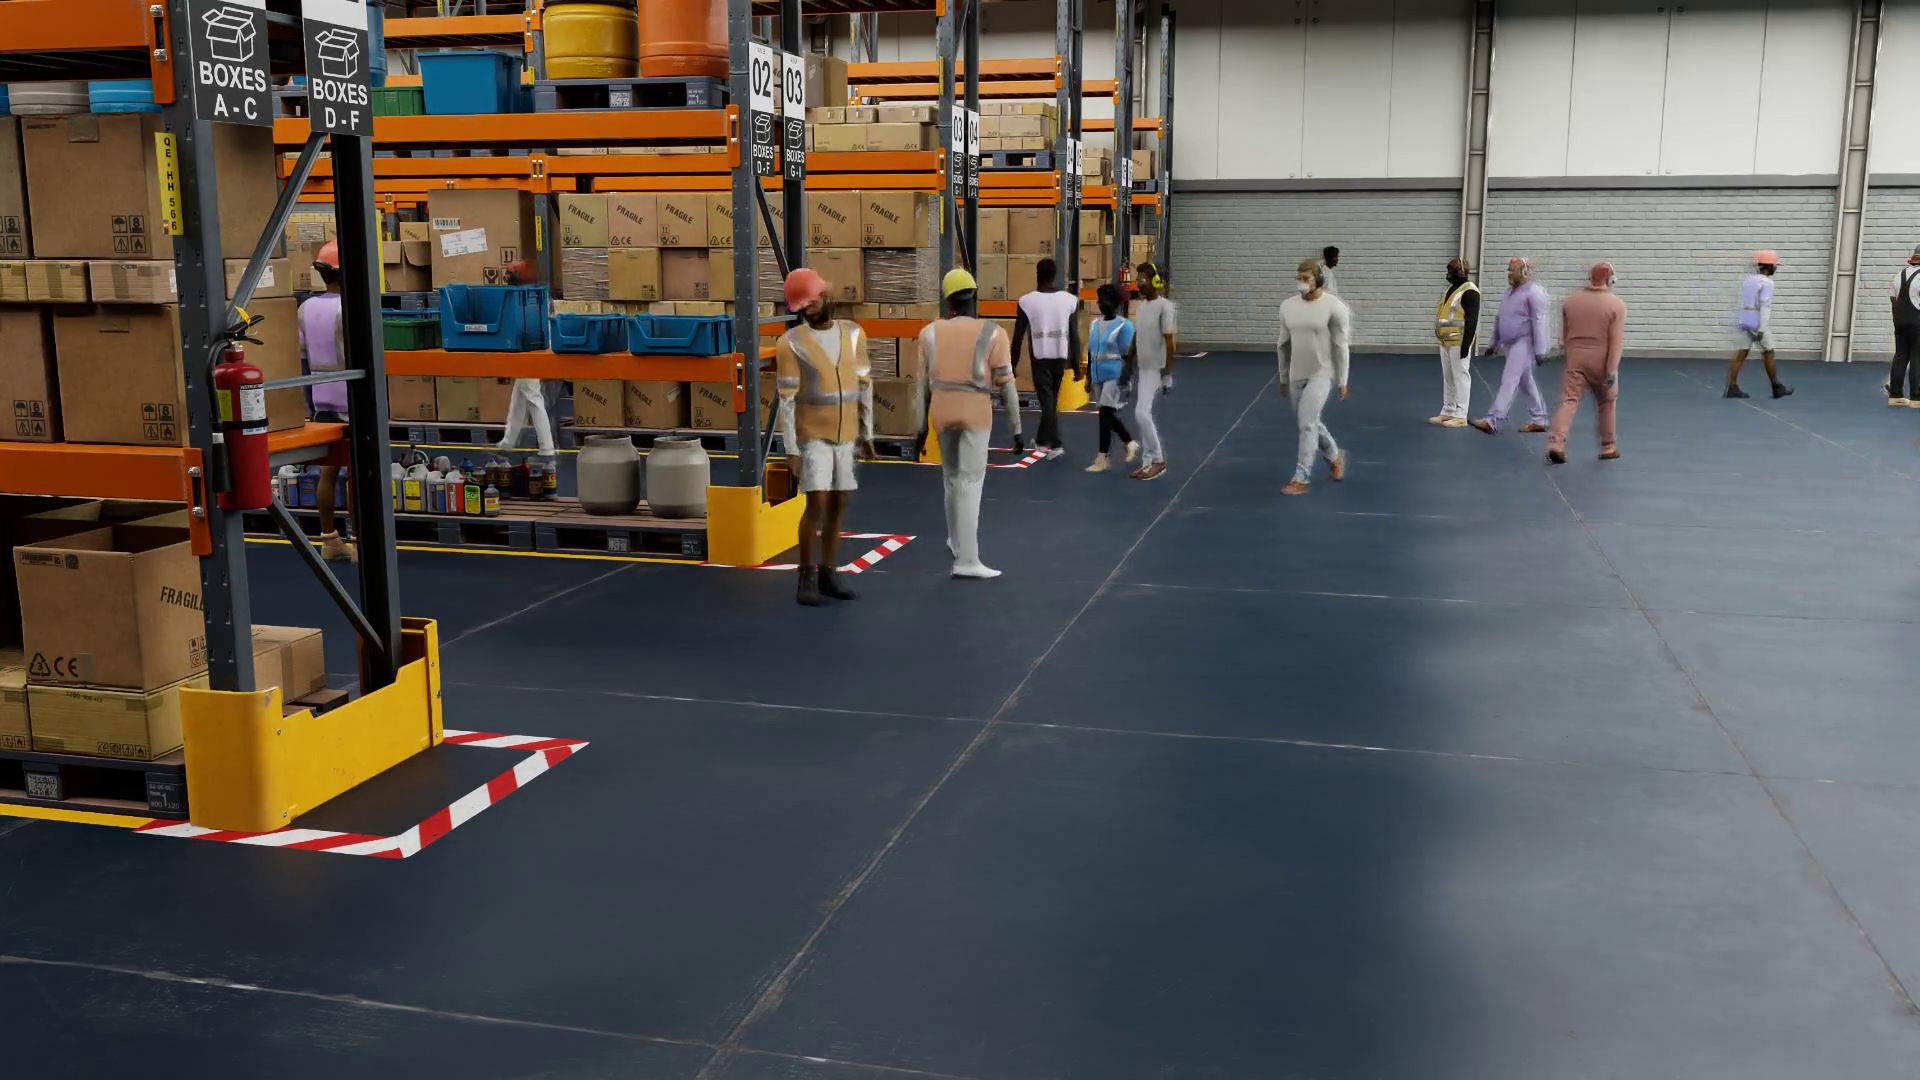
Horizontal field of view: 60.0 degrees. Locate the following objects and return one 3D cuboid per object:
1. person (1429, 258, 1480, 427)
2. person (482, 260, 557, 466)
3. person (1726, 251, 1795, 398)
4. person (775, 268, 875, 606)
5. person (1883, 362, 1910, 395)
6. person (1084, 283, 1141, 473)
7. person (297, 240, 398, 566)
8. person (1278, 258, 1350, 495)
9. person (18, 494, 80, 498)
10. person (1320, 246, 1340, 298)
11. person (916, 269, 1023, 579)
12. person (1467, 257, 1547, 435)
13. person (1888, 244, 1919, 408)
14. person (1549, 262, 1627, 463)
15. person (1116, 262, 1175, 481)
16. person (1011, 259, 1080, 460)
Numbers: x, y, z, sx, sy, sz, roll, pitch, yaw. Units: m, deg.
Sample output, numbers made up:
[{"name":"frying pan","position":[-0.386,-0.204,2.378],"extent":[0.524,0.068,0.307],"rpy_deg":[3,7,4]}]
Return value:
[{"name":"person","position":[5.445,-2.169,18.309],"extent":[0.429,1.843,0.633],"rpy_deg":[-2,10,-9]},{"name":"person","position":[-4.063,-1.591,15.068],"extent":[0.869,1.850,0.606],"rpy_deg":[2,10,9]},{"name":"person","position":[10.381,-2.771,21.481],"extent":[0.924,1.893,0.557],"rpy_deg":[-2,10,-10]},{"name":"person","position":[-0.760,-0.575,9.392],"extent":[0.578,1.891,0.335],"rpy_deg":[-7,12,-34]},{"name":"person","position":[12.411,-2.607,21.425],"extent":[0.817,1.598,0.501],"rpy_deg":[7,13,35]},{"name":"person","position":[1.384,-1.446,14.804],"extent":[0.759,1.670,0.550],"rpy_deg":[-7,13,-36]},{"name":"person","position":[-3.871,-0.859,10.488],"extent":[0.611,2.042,0.395],"rpy_deg":[5,12,28]},{"name":"person","position":[2.925,-1.337,13.557],"extent":[0.910,1.908,0.639],"rpy_deg":[-10,14,-43]},{"name":"person","position":[-5.049,-0.535,9.133],"extent":[0.344,1.882,0.585],"rpy_deg":[2,11,13]},{"name":"person","position":[5.850,-3.721,26.594],"extent":[0.447,1.951,0.647],"rpy_deg":[1,10,5]},{"name":"person","position":[0.066,-0.730,10.299],"extent":[0.668,1.856,0.893],"rpy_deg":[4,11,22]},{"name":"person","position":[5.815,-2.032,17.517],"extent":[1.004,1.852,0.669],"rpy_deg":[-2,10,-9]},{"name":"person","position":[11.769,-2.645,20.393],"extent":[0.535,2.000,0.684],"rpy_deg":[-2,10,-10]},{"name":"person","position":[5.784,-1.626,15.292],"extent":[0.633,1.858,1.024],"rpy_deg":[10,14,43]},{"name":"person","position":[1.556,-1.429,14.177],"extent":[0.461,1.858,0.530],"rpy_deg":[-4,11,-21]},{"name":"person","position":[0.819,-1.699,15.666],"extent":[0.610,1.864,1.073],"rpy_deg":[-3,11,-17]}]
